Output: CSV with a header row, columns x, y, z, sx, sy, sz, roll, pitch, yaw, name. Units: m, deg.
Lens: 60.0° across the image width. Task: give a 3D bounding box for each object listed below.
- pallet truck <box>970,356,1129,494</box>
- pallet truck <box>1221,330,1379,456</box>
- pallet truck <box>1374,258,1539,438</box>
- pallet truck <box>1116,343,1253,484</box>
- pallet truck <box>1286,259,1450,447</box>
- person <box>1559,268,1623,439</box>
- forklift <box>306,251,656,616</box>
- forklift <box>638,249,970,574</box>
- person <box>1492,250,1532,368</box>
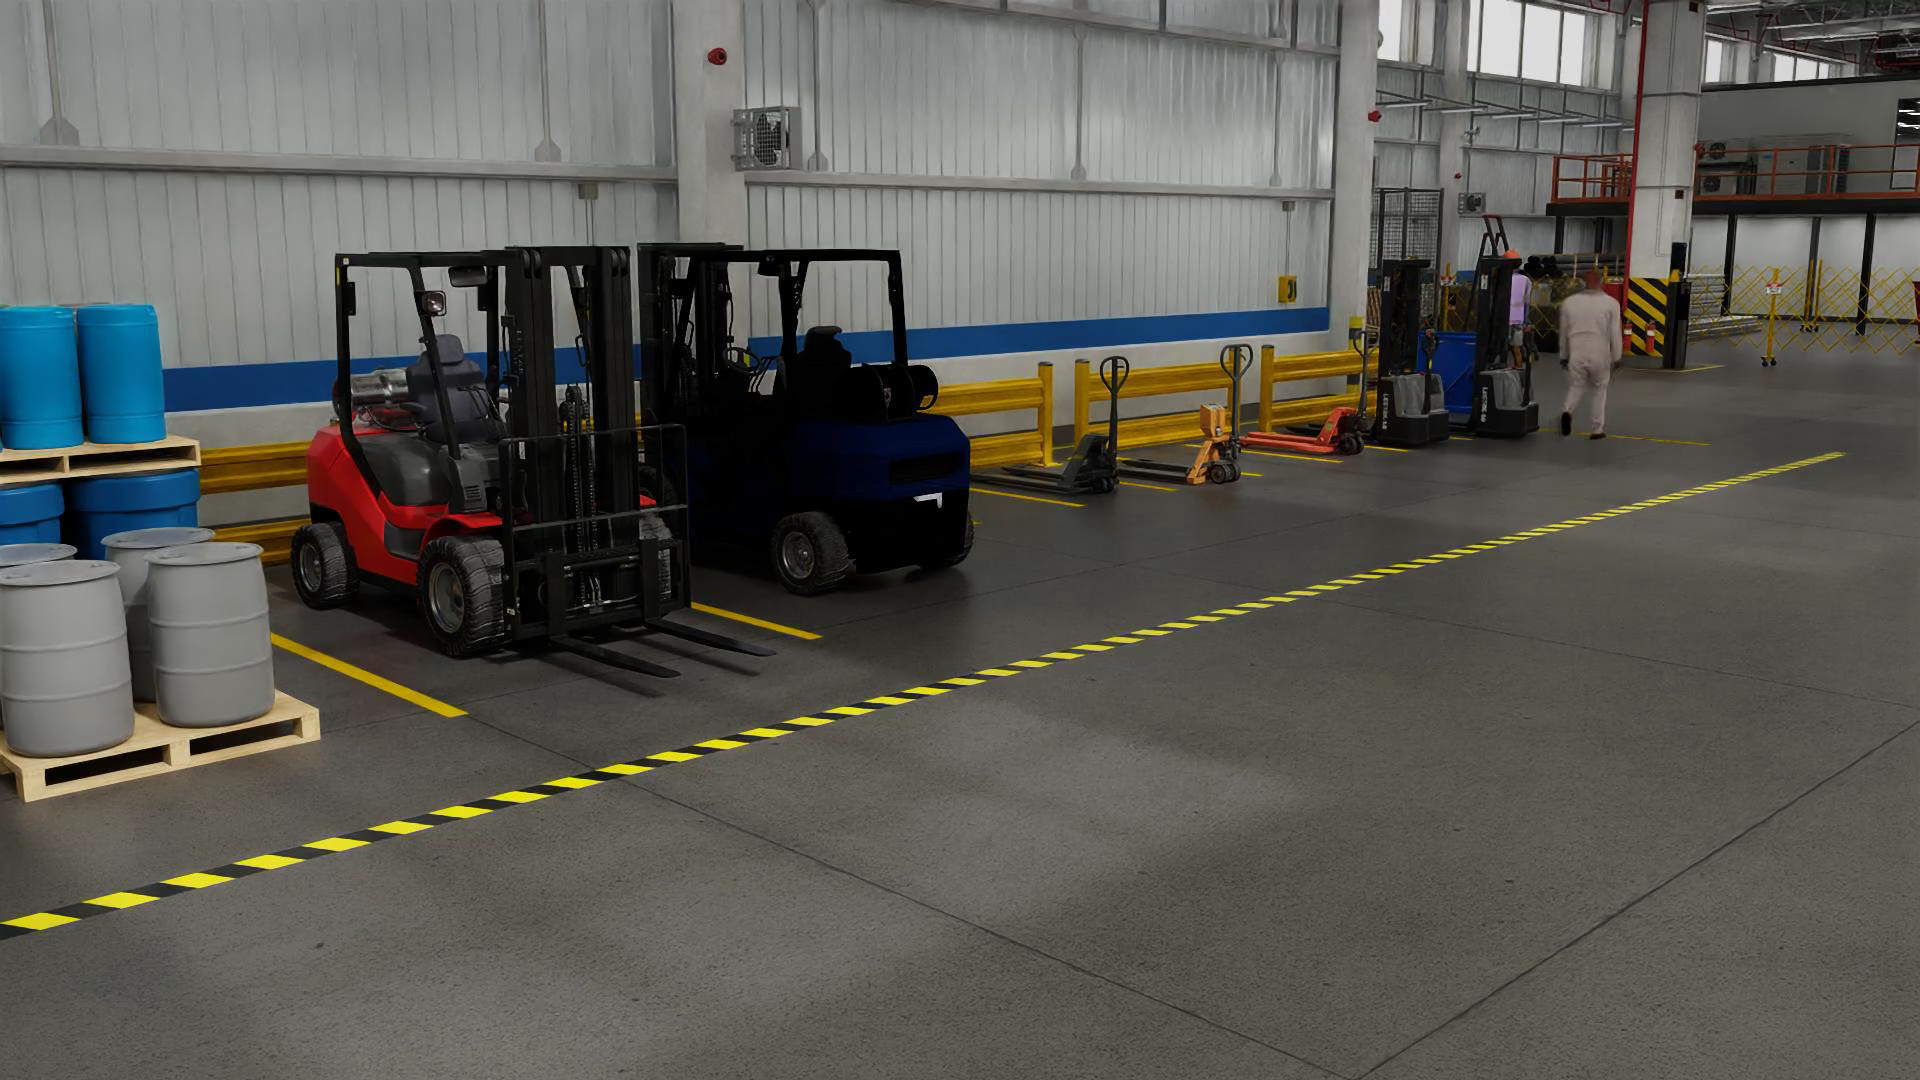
x,y,z,sx,sy,sz,roll,pitch,yaw,name
0.784,-1.085,14.876,0.680,1.201,1.601,-10,14,-44,pallet truck
3.563,-1.581,17.381,0.653,1.274,1.630,-10,14,-44,pallet truck
5.704,-2.208,18.901,1.885,1.965,0.823,10,14,43,pallet truck
1.962,-1.215,15.415,1.522,1.261,0.704,10,14,43,pallet truck
4.493,-2.078,18.196,0.823,1.965,1.885,-9,14,-40,pallet truck
6.907,-2.032,18.268,0.674,1.884,0.565,8,13,36,person
-2.833,-0.669,9.694,1.157,1.987,2.680,-10,14,-44,forklift
-1.173,-0.958,11.239,2.680,1.987,1.157,10,14,43,forklift
7.895,-3.145,23.934,0.601,2.035,0.414,-4,11,-20,person
